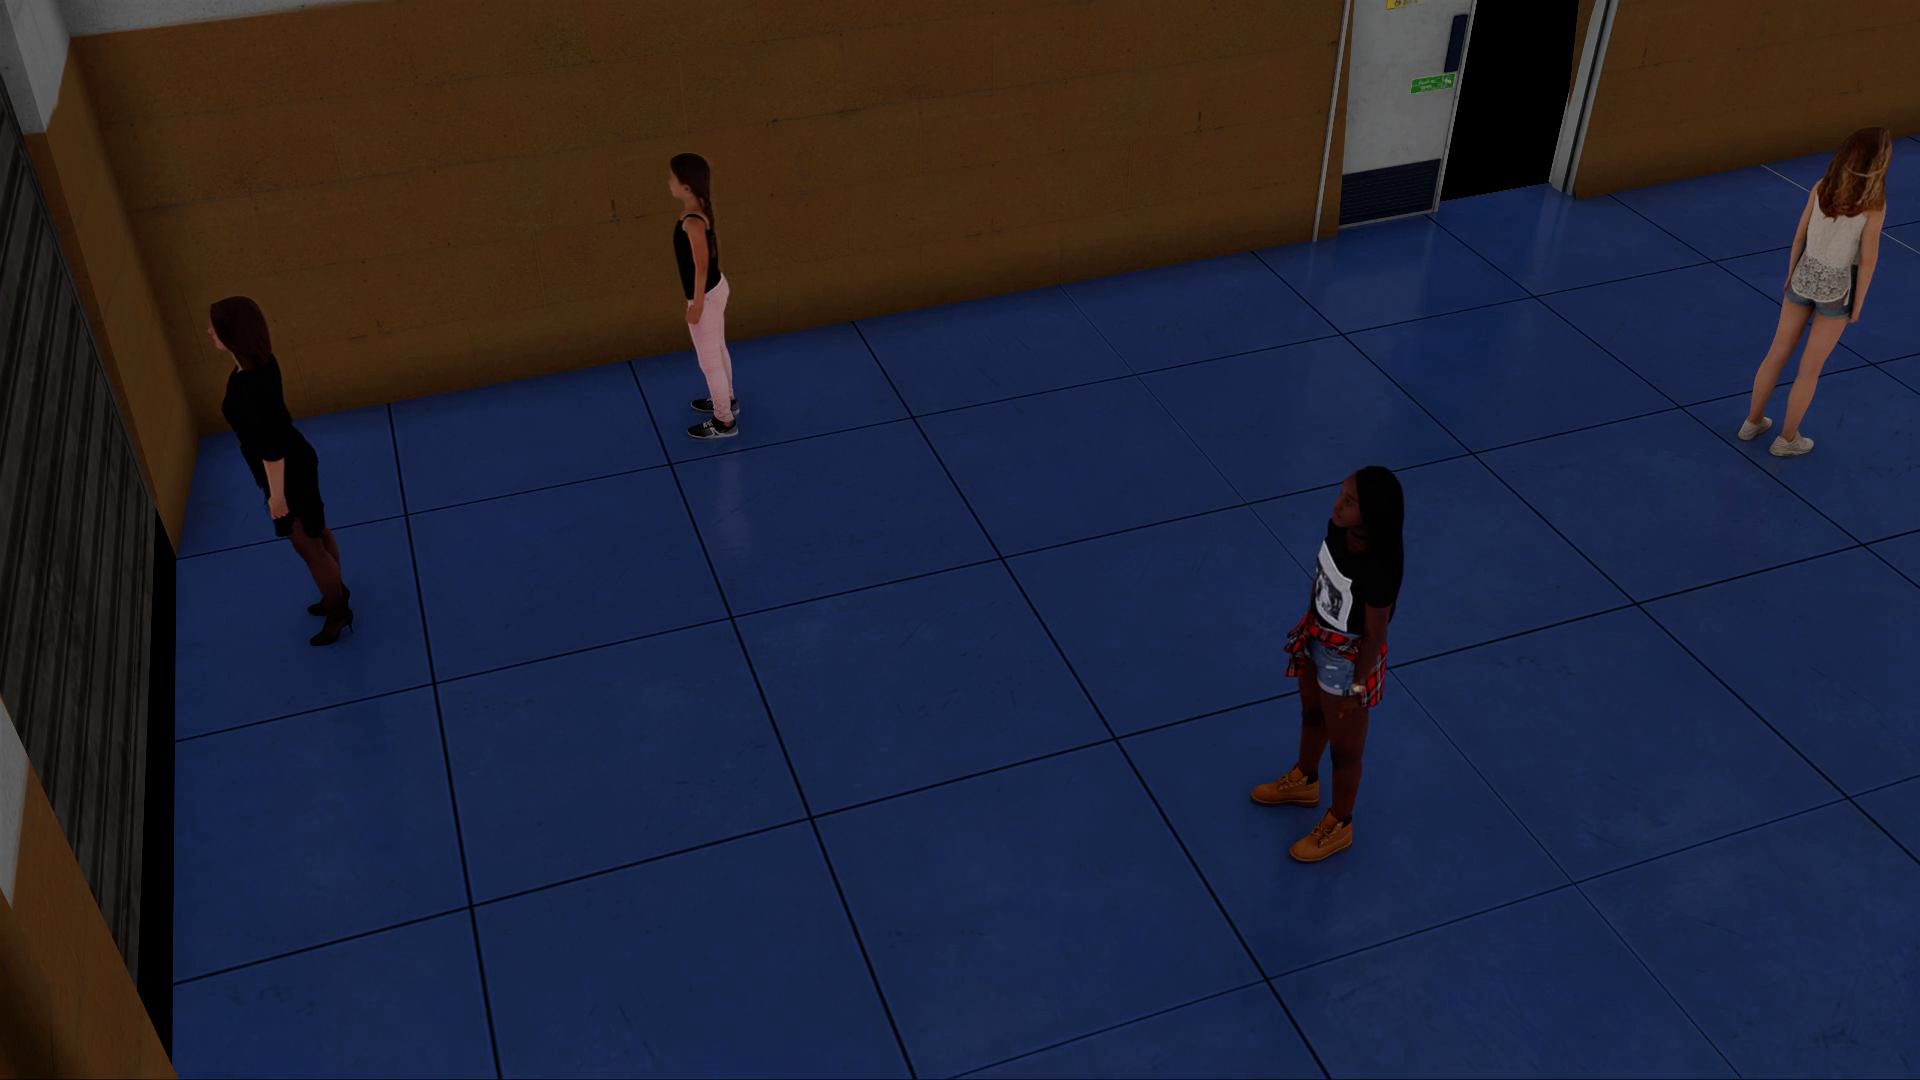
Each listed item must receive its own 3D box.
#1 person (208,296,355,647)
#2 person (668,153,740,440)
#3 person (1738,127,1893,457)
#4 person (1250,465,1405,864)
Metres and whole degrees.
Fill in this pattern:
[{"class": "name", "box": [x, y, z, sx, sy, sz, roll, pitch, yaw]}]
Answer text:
[{"class": "person", "box": [-2.863, -0.280, 7.087, 0.663, 1.706, 0.463, -9, 38, -12]}, {"class": "person", "box": [-1.306, -1.246, 8.506, 0.662, 1.564, 0.548, 0, 37, 1]}, {"class": "person", "box": [4.292, -1.225, 8.316, 0.672, 1.759, 0.527, -21, 42, -26]}, {"class": "person", "box": [1.396, 0.446, 6.114, 0.670, 1.729, 0.539, -10, 38, -13]}]
